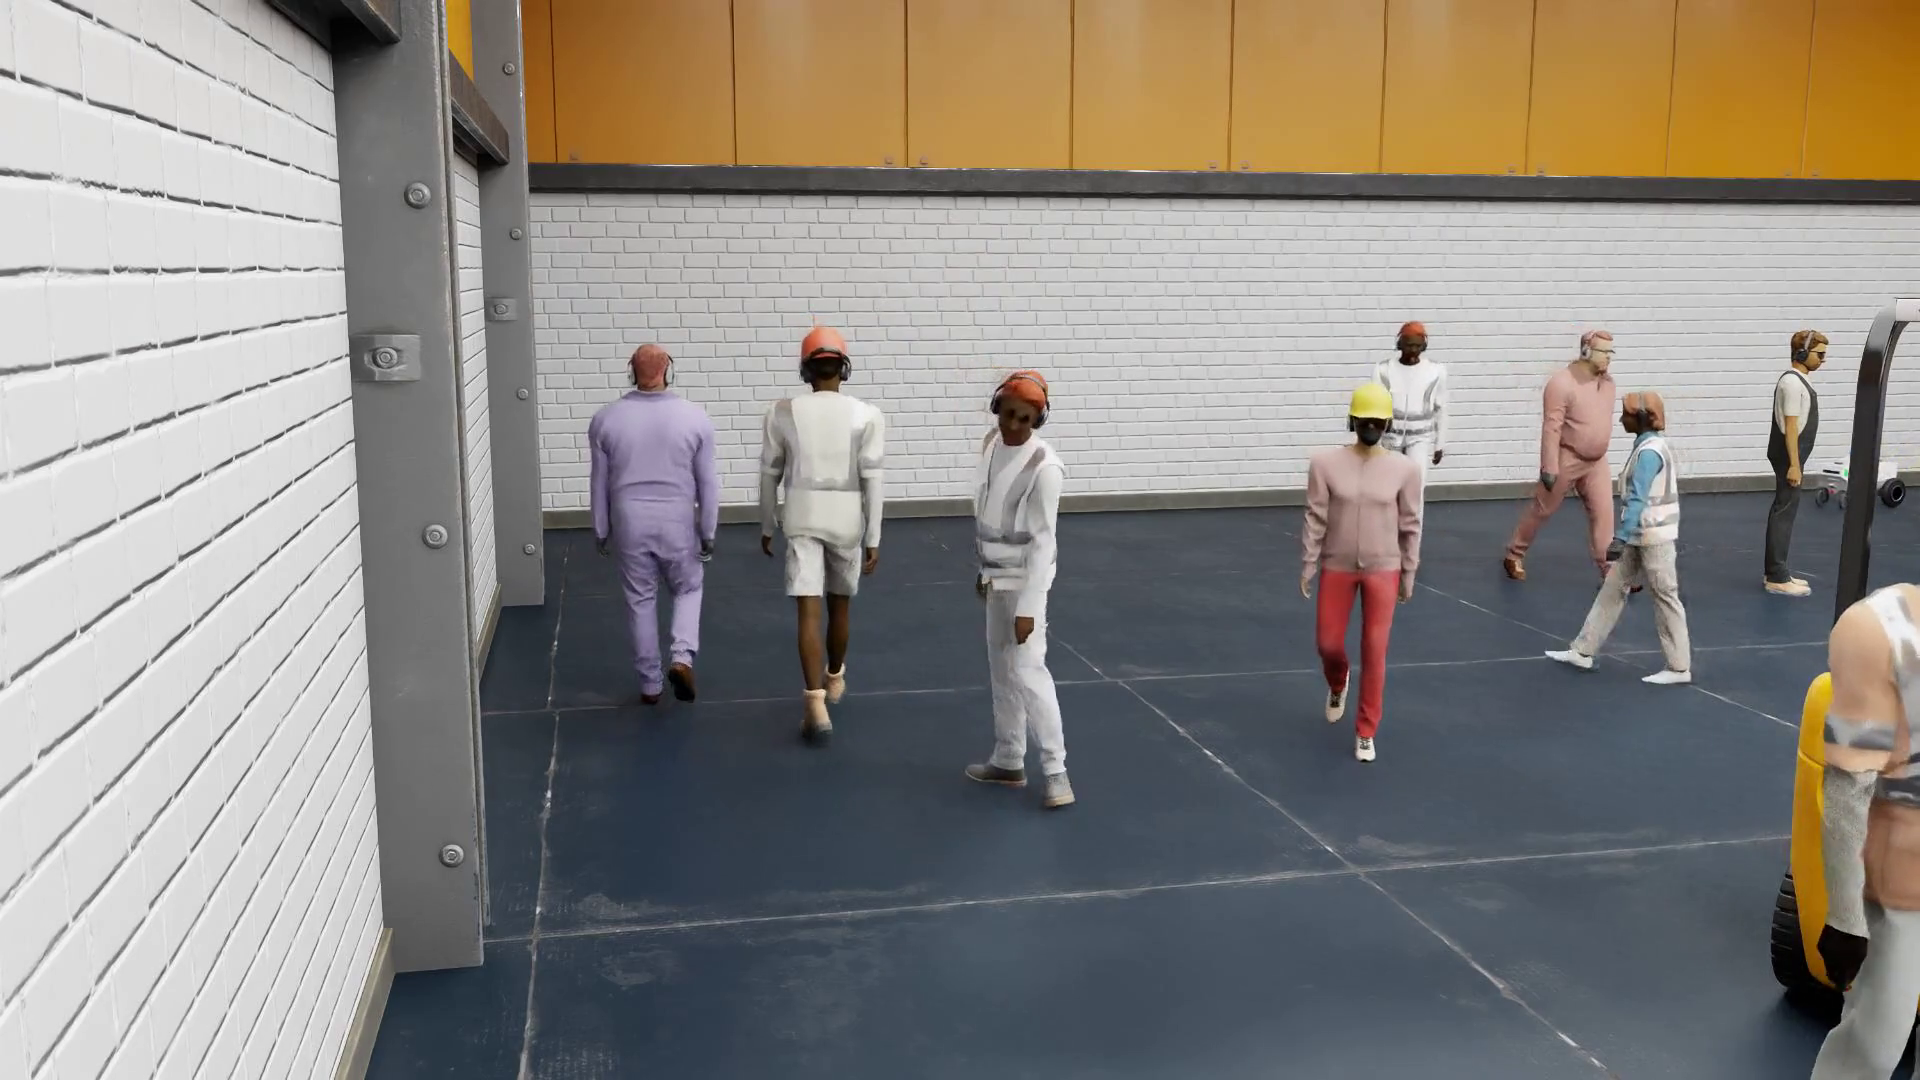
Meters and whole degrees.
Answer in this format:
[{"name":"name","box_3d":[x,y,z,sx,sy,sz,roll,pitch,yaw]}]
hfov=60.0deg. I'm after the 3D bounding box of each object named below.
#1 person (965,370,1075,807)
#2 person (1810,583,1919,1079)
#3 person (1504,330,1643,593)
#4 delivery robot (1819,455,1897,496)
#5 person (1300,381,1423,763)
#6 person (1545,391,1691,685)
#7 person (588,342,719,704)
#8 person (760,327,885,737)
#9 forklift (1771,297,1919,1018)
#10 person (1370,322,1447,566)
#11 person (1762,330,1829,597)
[{"name":"person","box_3d":[0.246,0.198,7.081,0.352,1.854,0.667,-4,10,-22]},{"name":"person","box_3d":[2.134,0.728,3.593,0.595,1.925,0.382,-2,10,-12]},{"name":"person","box_3d":[4.337,-0.567,11.775,0.664,1.846,1.089,-4,10,-24]},{"name":"delivery robot","box_3d":[8.516,-0.634,15.773,0.707,0.478,0.477,-4,10,-21]},{"name":"person","box_3d":[1.872,0.126,7.773,0.545,1.751,0.528,2,10,14]},{"name":"person","box_3d":[3.626,-0.005,9.063,0.828,1.597,0.514,3,10,15]},{"name":"person","box_3d":[-1.569,-0.068,8.541,0.655,1.890,0.469,-1,9,-6]},{"name":"person","box_3d":[-0.683,-0.054,8.255,0.628,1.985,1.092,-1,9,-4]},{"name":"forklift","box_3d":[3.542,0.334,5.177,2.313,2.155,1.214,-9,13,-43]},{"name":"person","box_3d":[3.381,-0.733,12.709,0.614,1.843,0.891,3,10,17]},{"name":"person","box_3d":[5.801,-0.538,11.569,0.345,1.840,0.504,4,10,25]}]
